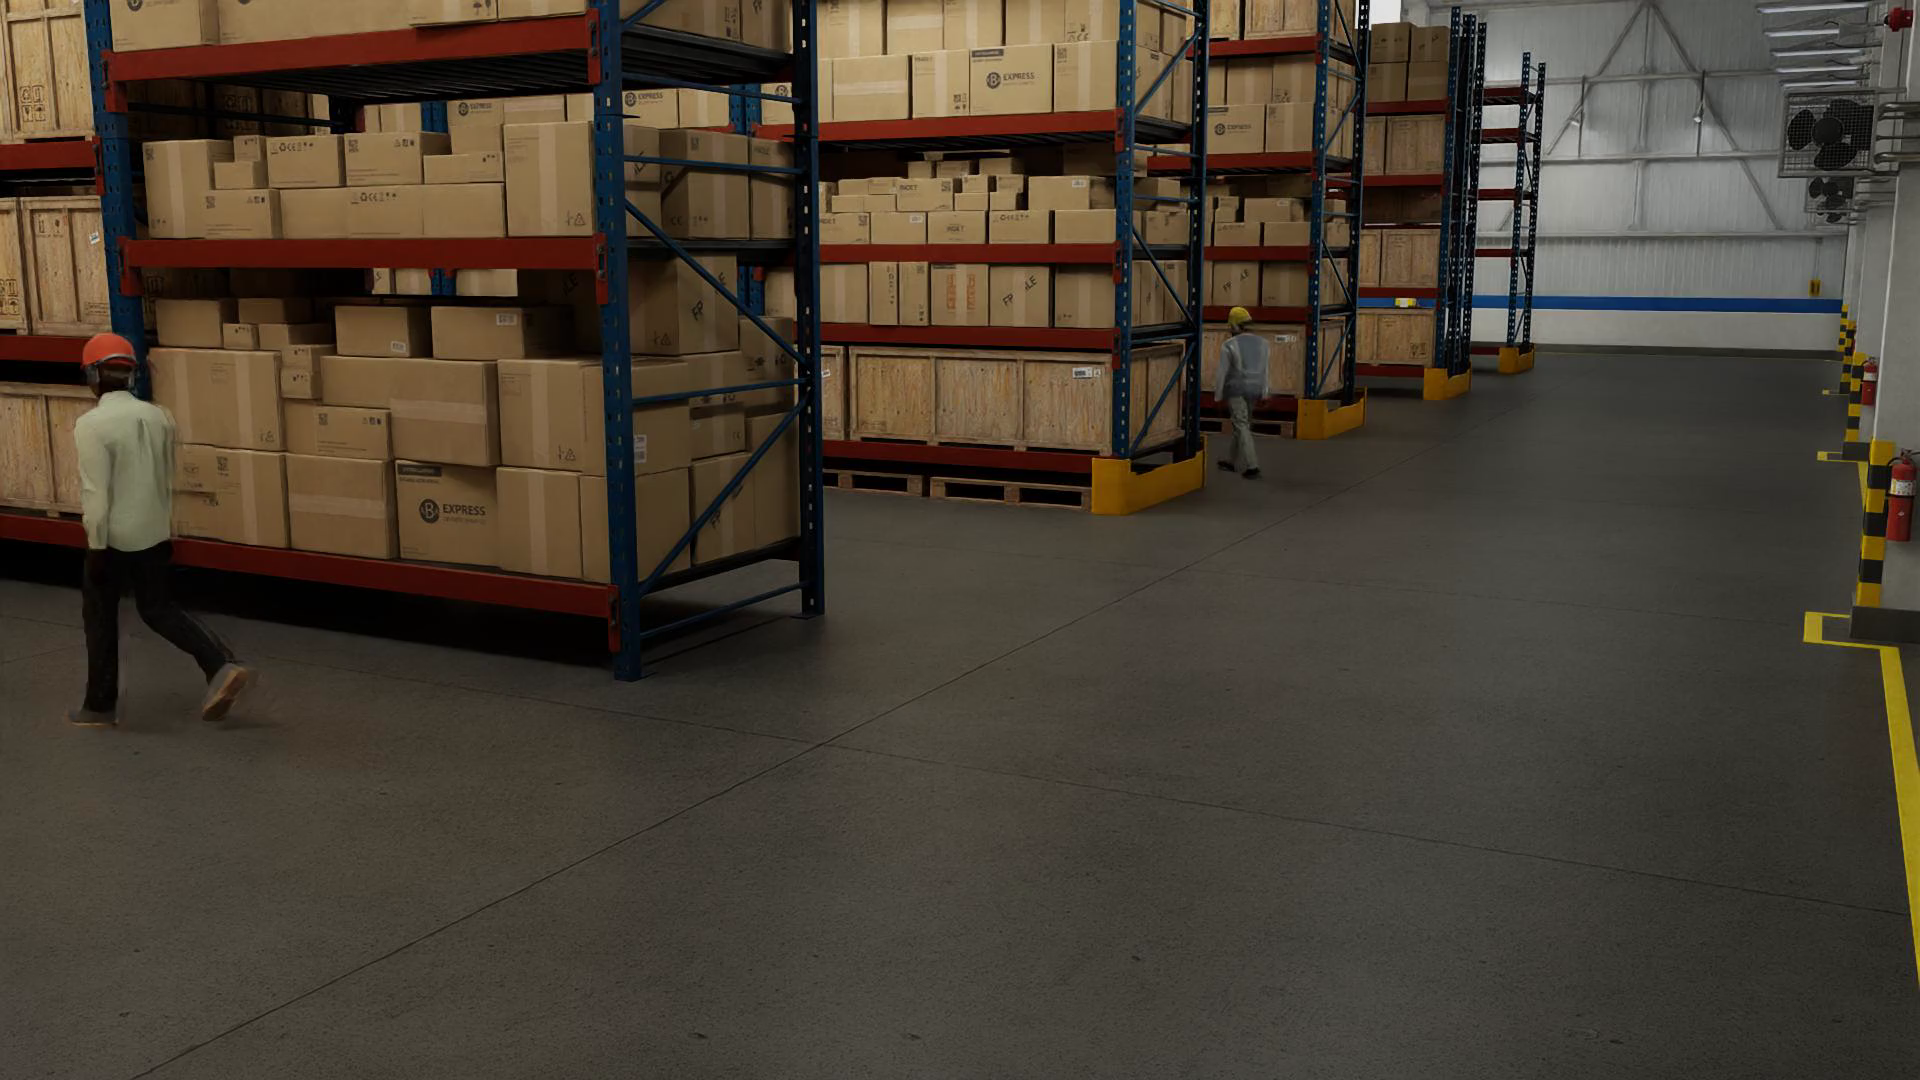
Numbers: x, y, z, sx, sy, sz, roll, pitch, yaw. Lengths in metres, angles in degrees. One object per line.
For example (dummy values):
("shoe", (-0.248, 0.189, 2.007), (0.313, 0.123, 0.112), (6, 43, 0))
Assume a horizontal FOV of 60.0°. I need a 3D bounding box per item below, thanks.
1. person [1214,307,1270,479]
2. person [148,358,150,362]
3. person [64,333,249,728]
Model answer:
("person", (2.924, -1.536, 17.361), (0.596, 1.776, 0.946), (-5, 11, -25))
("person", (-8.241, -1.580, 17.441), (0.660, 1.821, 0.661), (5, 11, 28))
("person", (-3.984, -0.034, 8.140), (0.876, 1.956, 0.624), (2, 10, 11))
